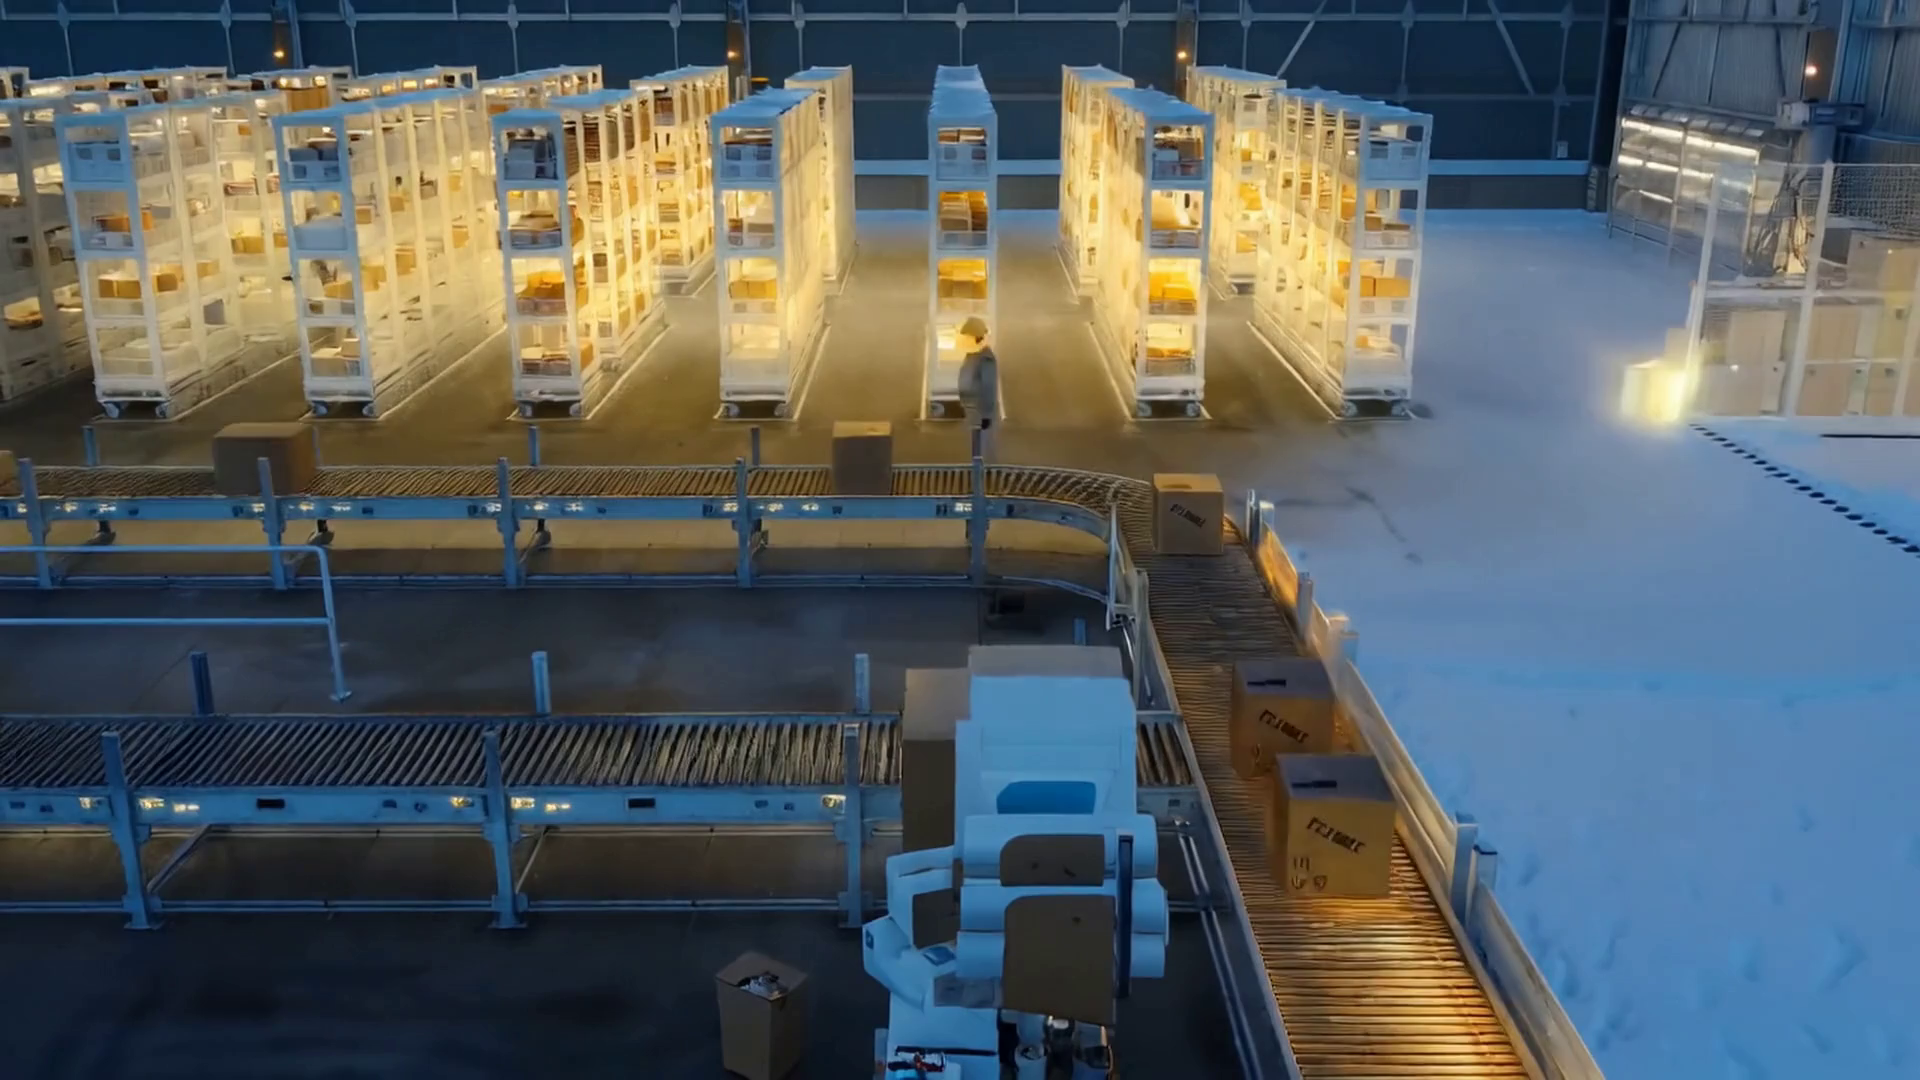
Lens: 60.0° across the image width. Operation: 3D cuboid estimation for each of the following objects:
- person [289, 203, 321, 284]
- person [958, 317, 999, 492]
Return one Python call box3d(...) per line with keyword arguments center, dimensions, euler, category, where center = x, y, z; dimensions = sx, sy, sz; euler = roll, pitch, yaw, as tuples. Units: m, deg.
box3d(center=(-10.956, -5.006, 27.889), dimensions=(0.901, 1.952, 0.627), euler=(15, 23, 38), category="person")
box3d(center=(0.168, -1.355, 16.867), dimensions=(0.426, 1.819, 0.627), euler=(-5, 19, -16), category="person")
